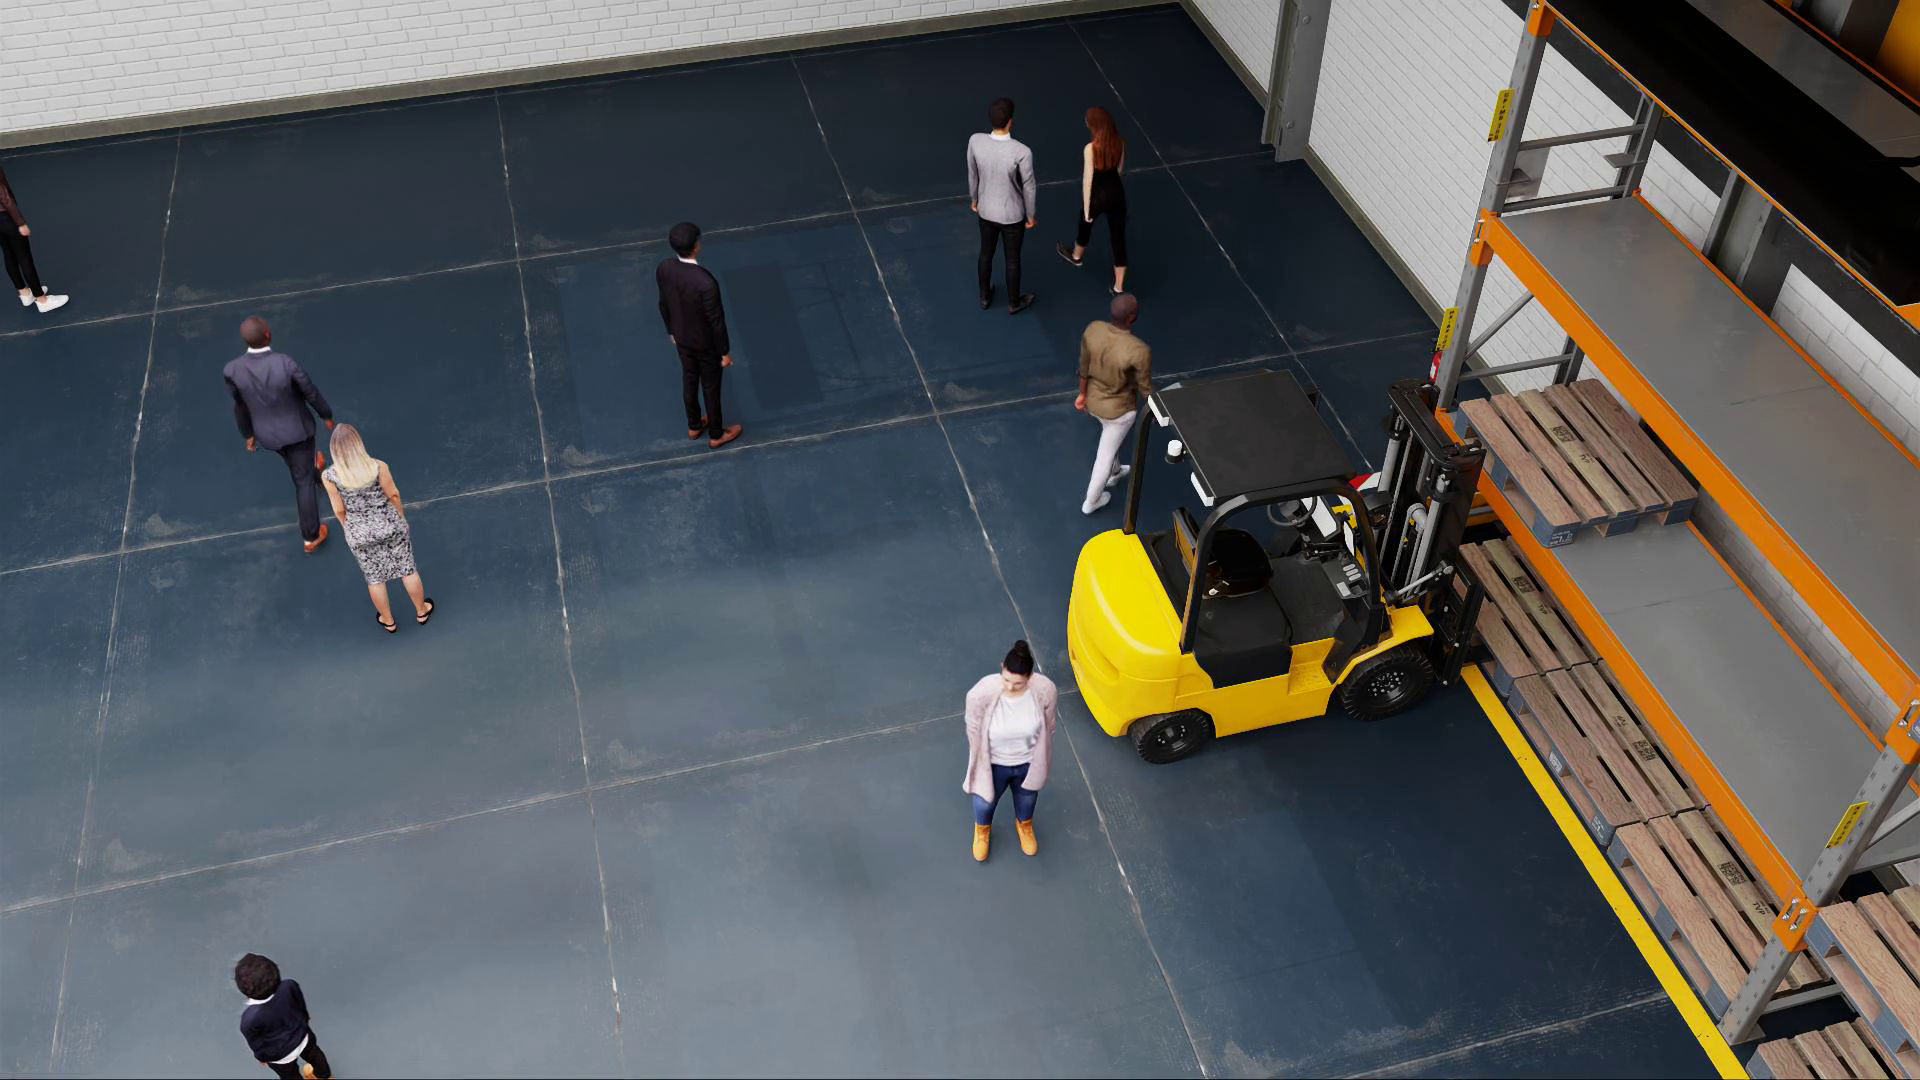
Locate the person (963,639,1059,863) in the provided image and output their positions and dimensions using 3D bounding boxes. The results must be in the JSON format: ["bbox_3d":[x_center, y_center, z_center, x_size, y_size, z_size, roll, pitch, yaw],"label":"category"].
[{"bbox_3d":[0.284,1.176,9.443,0.732,1.743,0.673,-4,44,-4],"label":"person"}]

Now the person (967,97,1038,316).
[{"bbox_3d":[0.327,-2.667,13.348,0.835,1.923,0.874,18,47,18],"label":"person"}]

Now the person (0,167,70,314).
[{"bbox_3d":[-7.758,-2.613,13.449,0.657,1.703,0.729,24,49,23],"label":"person"}]

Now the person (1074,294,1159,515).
[{"bbox_3d":[1.007,-0.895,11.577,0.978,1.799,1.024,34,53,30],"label":"person"}]

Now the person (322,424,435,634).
[{"bbox_3d":[-3.786,-0.059,10.767,0.570,1.706,0.501,-13,45,-13],"label":"person"}]

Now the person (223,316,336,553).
[{"bbox_3d":[-4.618,-0.680,11.366,0.903,1.779,1.231,-2,44,-2],"label":"person"}]

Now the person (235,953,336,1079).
[{"bbox_3d":[-3.424,2.503,8.426,0.642,1.225,0.582,22,48,21],"label":"person"}]

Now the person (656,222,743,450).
[{"bbox_3d":[-1.926,-1.487,12.138,0.748,1.882,0.821,23,48,23],"label":"person"}]

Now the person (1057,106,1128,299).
[{"bbox_3d":[1.218,-2.702,13.565,0.761,1.674,1.145,-17,46,-17],"label":"person"}]
